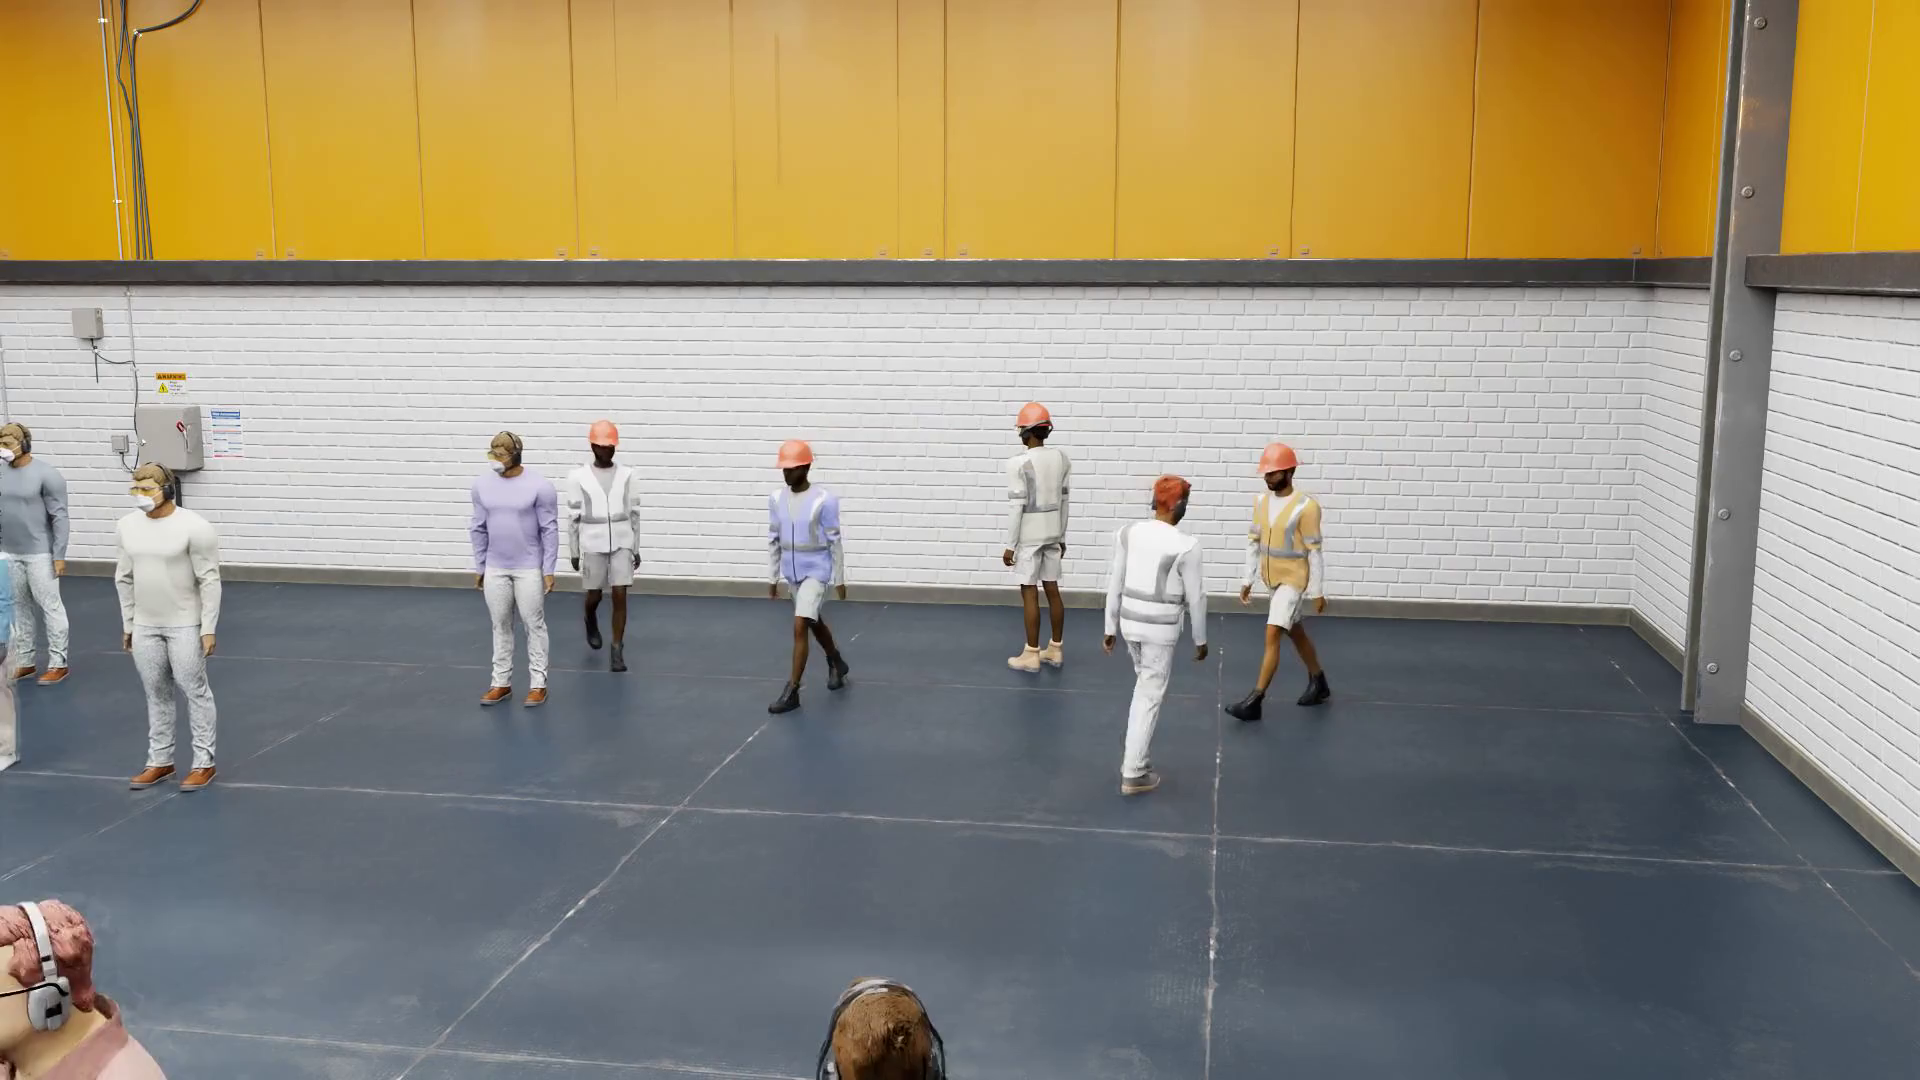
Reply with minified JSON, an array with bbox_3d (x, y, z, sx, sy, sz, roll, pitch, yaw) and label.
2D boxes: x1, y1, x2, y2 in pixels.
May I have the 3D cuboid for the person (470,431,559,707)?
[{"bbox_3d":[-3.097,0.201,11.585,0.629,1.935,0.372,2,9,11],"label":"person"}]

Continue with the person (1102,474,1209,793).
[{"bbox_3d":[1.153,0.543,9.691,0.599,1.860,0.599,-8,12,-42],"label":"person"}]

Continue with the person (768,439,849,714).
[{"bbox_3d":[-1.052,0.207,11.732,0.554,1.889,1.018,5,11,30],"label":"person"}]

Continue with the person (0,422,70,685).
[{"bbox_3d":[-6.815,0.103,12.175,0.629,1.939,0.372,2,9,11],"label":"person"}]

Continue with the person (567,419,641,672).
[{"bbox_3d":[-2.727,0.020,12.763,0.548,1.919,0.717,-4,10,-21],"label":"person"}]

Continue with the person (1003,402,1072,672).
[{"bbox_3d":[0.561,-0.023,12.631,0.611,2.042,0.396,-8,12,-39],"label":"person"}]

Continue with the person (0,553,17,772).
[{"bbox_3d":[-5.898,0.618,9.957,0.530,1.622,0.434,1,9,5],"label":"person"}]

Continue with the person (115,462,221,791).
[{"bbox_3d":[-4.609,0.504,9.704,0.629,1.939,0.372,2,9,11],"label":"person"}]

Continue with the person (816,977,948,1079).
[{"bbox_3d":[-0.143,1.642,3.063,0.530,1.809,0.868,-2,9,-10],"label":"person"}]

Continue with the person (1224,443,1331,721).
[{"bbox_3d":[2.218,0.267,11.373,1.038,1.876,0.541,-5,11,-30],"label":"person"}]

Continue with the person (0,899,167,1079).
[{"bbox_3d":[-1.731,1.588,3.295,1.013,1.861,0.651,-8,12,-41],"label":"person"}]
